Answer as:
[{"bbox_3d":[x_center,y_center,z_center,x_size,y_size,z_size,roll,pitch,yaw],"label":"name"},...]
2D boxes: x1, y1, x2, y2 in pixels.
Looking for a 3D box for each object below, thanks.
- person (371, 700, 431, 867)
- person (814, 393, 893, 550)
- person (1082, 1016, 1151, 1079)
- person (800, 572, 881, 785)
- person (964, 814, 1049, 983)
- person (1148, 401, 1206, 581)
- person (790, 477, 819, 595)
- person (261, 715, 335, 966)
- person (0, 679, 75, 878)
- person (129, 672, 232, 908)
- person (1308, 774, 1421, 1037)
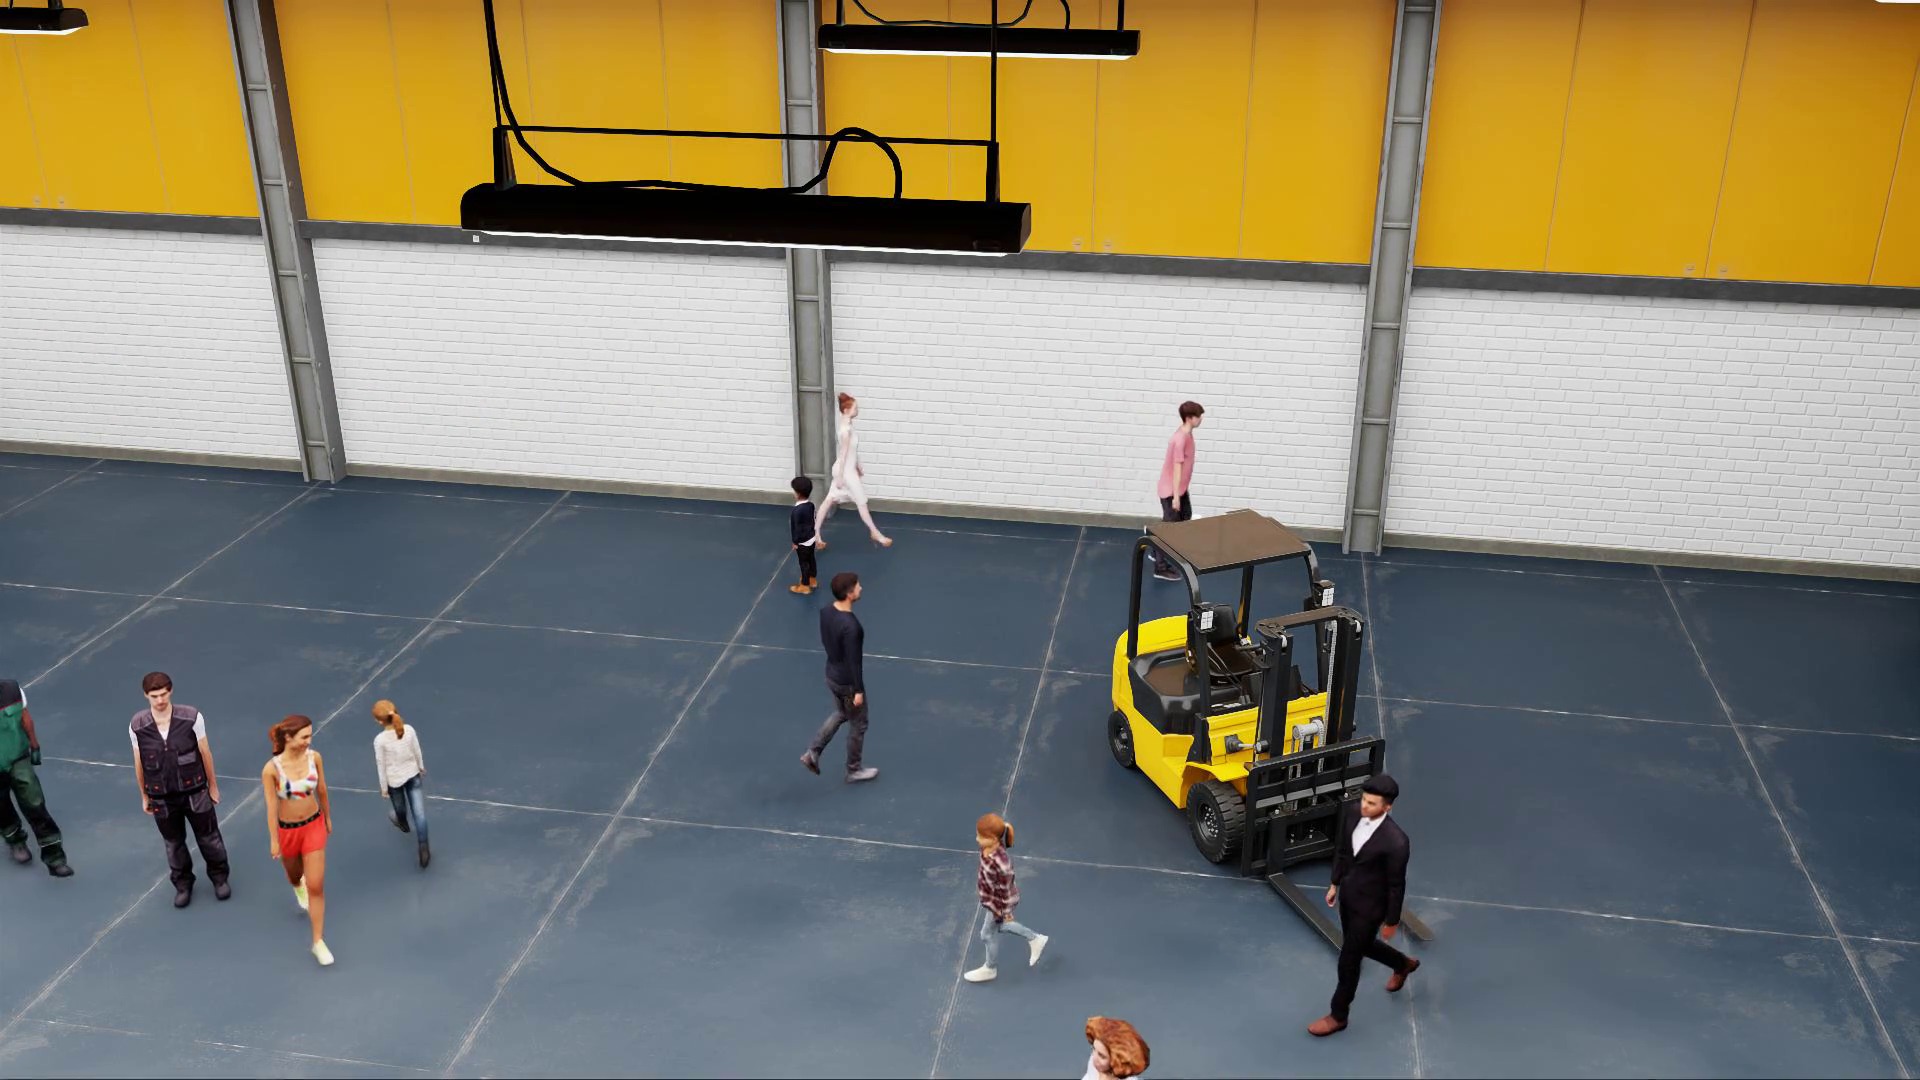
[{"bbox_3d":[-4.093,1.814,12.283,0.906,1.279,0.942,-14,27,-28],"label":"person"},{"bbox_3d":[-1.293,-0.651,17.353,1.168,1.734,0.779,-2,24,-5],"label":"person"},{"bbox_3d":[0.849,3.168,8.651,0.784,1.707,0.759,-10,26,-22],"label":"person"},{"bbox_3d":[-0.982,1.128,13.137,1.015,1.853,0.948,-15,28,-30],"label":"person"},{"bbox_3d":[0.318,2.359,11.036,0.907,1.280,0.742,-7,25,-15],"label":"person"},{"bbox_3d":[2.070,-0.511,16.786,0.773,1.933,0.692,6,24,14],"label":"person"},{"bbox_3d":[-1.551,-0.060,16.638,0.547,1.226,0.548,10,26,22],"label":"person"},{"bbox_3d":[-4.528,1.971,11.348,1.115,1.740,1.158,-14,27,-29],"label":"person"},{"bbox_3d":[-7.012,1.620,12.091,1.222,1.789,1.064,20,31,39],"label":"person"},{"bbox_3d":[-5.511,1.746,11.735,0.700,1.844,0.811,-8,25,-17],"label":"person"},{"bbox_3d":[2.634,2.264,10.534,1.248,1.856,1.075,-9,25,-20],"label":"person"}]
